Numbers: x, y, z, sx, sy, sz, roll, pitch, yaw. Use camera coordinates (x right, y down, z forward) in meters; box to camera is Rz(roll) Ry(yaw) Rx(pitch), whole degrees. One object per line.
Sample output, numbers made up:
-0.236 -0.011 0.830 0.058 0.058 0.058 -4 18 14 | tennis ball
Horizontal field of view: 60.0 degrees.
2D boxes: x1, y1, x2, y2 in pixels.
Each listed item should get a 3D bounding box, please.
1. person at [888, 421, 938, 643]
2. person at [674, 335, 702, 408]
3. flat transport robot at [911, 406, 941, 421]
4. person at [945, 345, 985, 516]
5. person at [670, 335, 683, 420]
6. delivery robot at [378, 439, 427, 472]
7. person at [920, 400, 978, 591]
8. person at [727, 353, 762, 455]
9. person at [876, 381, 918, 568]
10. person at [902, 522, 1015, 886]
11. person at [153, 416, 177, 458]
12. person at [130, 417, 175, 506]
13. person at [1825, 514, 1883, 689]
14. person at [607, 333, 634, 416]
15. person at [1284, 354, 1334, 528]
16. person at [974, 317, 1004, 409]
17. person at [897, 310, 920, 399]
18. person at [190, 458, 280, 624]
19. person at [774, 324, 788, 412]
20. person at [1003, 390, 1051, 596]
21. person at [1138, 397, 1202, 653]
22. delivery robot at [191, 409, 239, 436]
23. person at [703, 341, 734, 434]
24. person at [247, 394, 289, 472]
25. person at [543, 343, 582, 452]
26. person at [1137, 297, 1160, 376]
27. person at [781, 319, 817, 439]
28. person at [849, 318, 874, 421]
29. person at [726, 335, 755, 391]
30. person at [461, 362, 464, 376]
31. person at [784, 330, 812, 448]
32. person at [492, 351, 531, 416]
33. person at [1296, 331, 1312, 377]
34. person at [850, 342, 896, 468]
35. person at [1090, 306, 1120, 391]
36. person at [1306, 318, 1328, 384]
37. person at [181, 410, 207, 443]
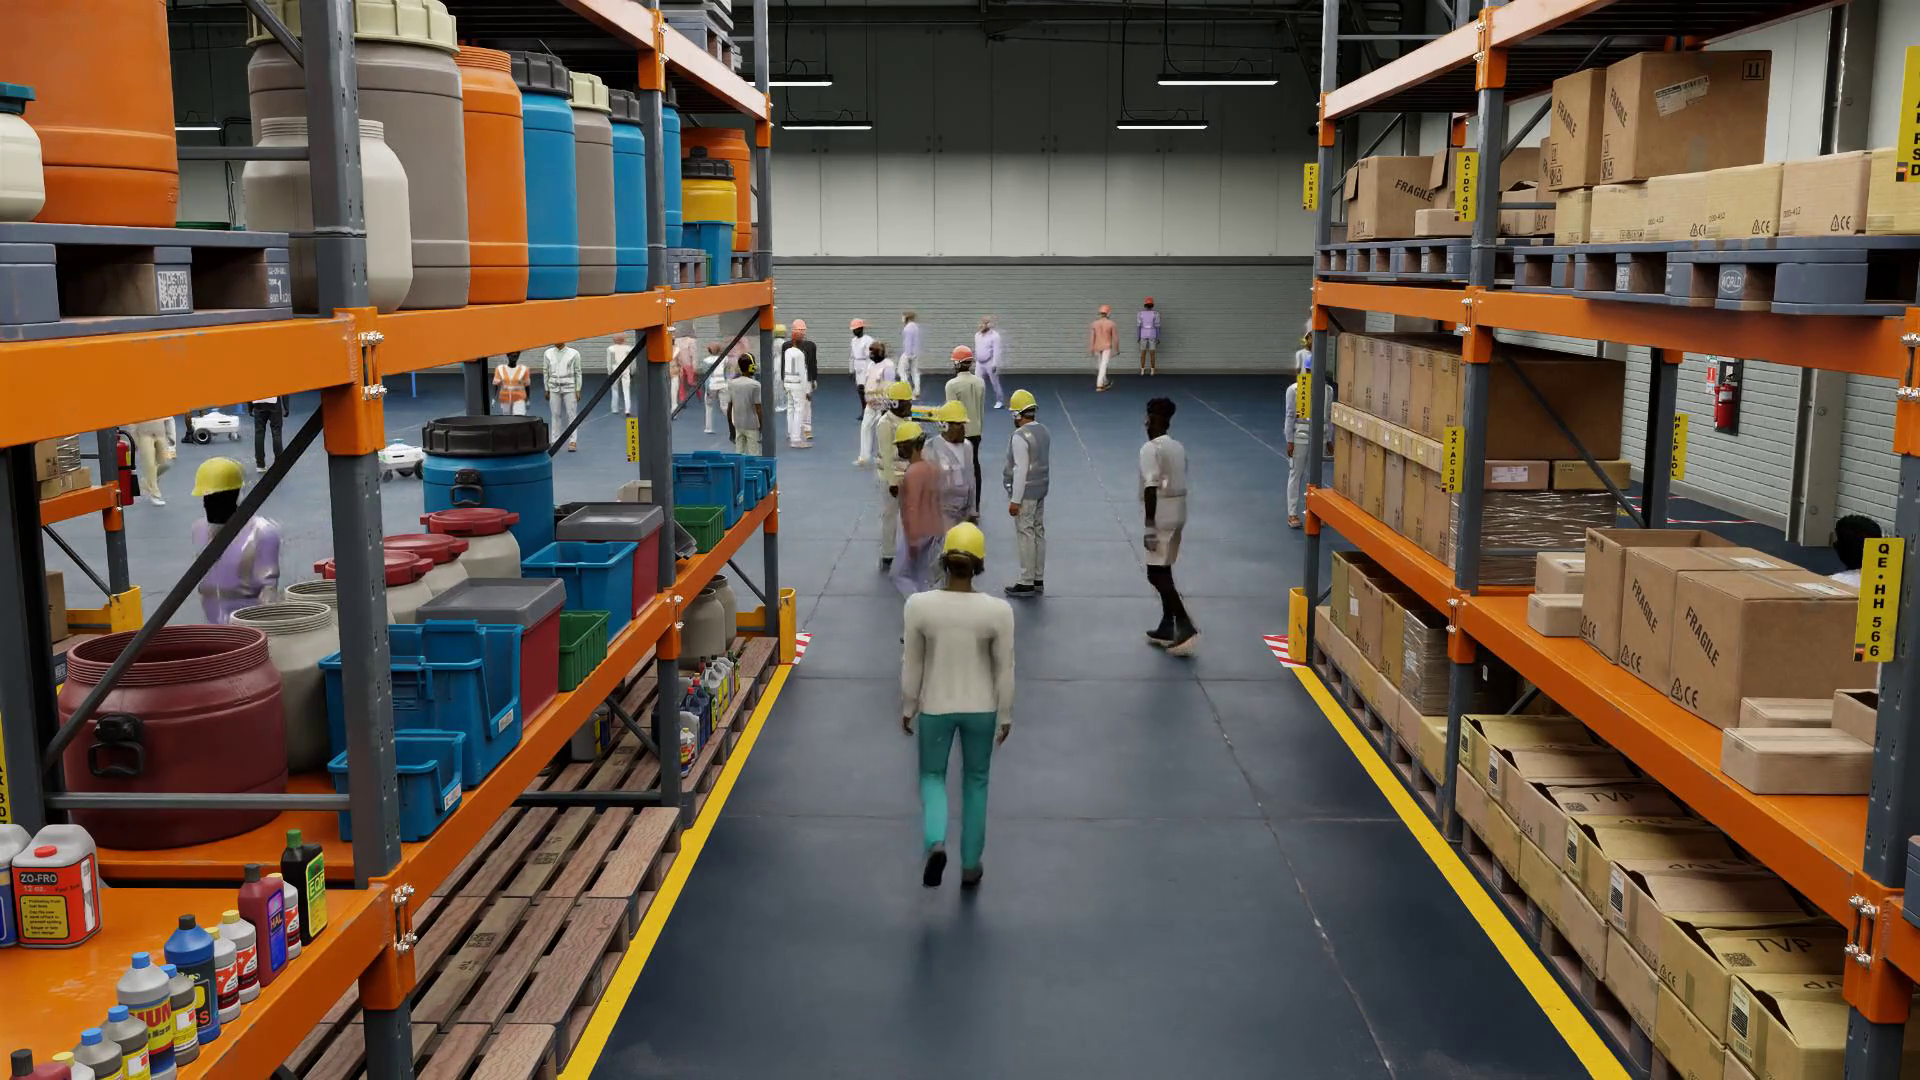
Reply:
-0.367 -0.047 12.837 0.364 1.741 0.523 2 10 14 | person
-5.564 -3.581 33.964 0.522 1.752 0.653 5 11 27 | person
-0.717 -2.413 31.516 1.431 0.197 0.652 7 12 38 | flat transport robot
0.038 -1.251 19.278 0.380 1.995 0.611 8 13 41 | person
-5.466 -3.096 31.423 0.517 1.628 0.438 1 10 6 | person
-7.671 -1.137 22.746 0.477 0.478 0.707 8 12 38 | delivery robot
-0.088 -0.251 13.807 0.430 1.820 0.593 7 12 37 | person
-2.564 -1.319 20.059 0.538 1.869 0.312 5 11 29 | person
-0.534 -0.618 16.011 0.543 1.813 0.628 4 10 24 | person
-0.007 0.793 7.759 0.535 1.748 0.486 1 9 3 | person
-12.139 -2.153 25.158 0.619 1.838 0.430 5 11 26 | person
-9.893 -1.244 20.330 0.456 1.620 0.525 7 12 35 | person
4.559 0.715 8.429 0.541 1.684 0.634 -1 10 -6 | person
-6.590 -3.225 32.307 0.539 1.593 0.871 -4 10 -23 | person
3.912 -1.119 18.624 0.601 1.949 0.384 -4 10 -20 | person
0.536 -3.551 33.475 0.682 1.859 1.002 7 12 37 | person
-1.126 -3.997 35.948 0.599 1.919 0.626 3 10 18 | person
-4.002 0.502 9.073 0.604 1.882 0.940 3 10 17 | person
-3.506 -3.427 33.135 0.690 1.706 0.519 -6 11 -32 | person
0.582 -0.422 14.814 0.404 1.827 0.588 5 11 26 | person
1.635 -0.124 12.758 0.659 1.922 0.685 6 11 33 | person
-12.300 -1.924 27.460 0.707 0.478 0.477 -6 11 -31 | delivery robot
-4.162 -2.617 28.612 0.499 1.611 0.767 -7 12 -36 | person
-9.805 -1.922 23.552 0.589 1.914 0.377 -1 10 -6 | person
-6.229 -2.362 26.080 0.605 1.944 0.402 1 10 6 | person
4.940 -5.329 43.546 0.613 2.047 0.363 3 10 15 | person
-2.703 -2.707 27.988 0.622 1.996 0.371 -2 10 -12 | person
-1.878 -3.168 30.999 0.576 1.911 0.567 -9 13 -42 | person
-4.967 -4.306 38.006 1.016 1.853 0.666 -3 10 -17 | person
-12.897 -5.223 43.524 0.563 1.842 0.390 -3 10 -20 | person
-2.604 -2.409 26.605 0.410 1.874 0.624 -6 11 -32 | person
-6.922 -2.144 25.638 0.555 1.637 0.902 -1 9 -4 | person
5.636 -2.473 27.016 0.519 1.856 0.461 -4 10 -23 | person
-1.258 -1.906 23.709 0.756 1.819 0.654 -6 11 -34 | person
3.387 -4.442 38.539 0.620 1.936 1.029 7 11 34 | person
8.625 -4.723 40.394 0.648 1.884 0.656 -4 10 -23 | person
-12.671 -2.575 27.384 0.369 1.935 0.545 9 13 42 | person
